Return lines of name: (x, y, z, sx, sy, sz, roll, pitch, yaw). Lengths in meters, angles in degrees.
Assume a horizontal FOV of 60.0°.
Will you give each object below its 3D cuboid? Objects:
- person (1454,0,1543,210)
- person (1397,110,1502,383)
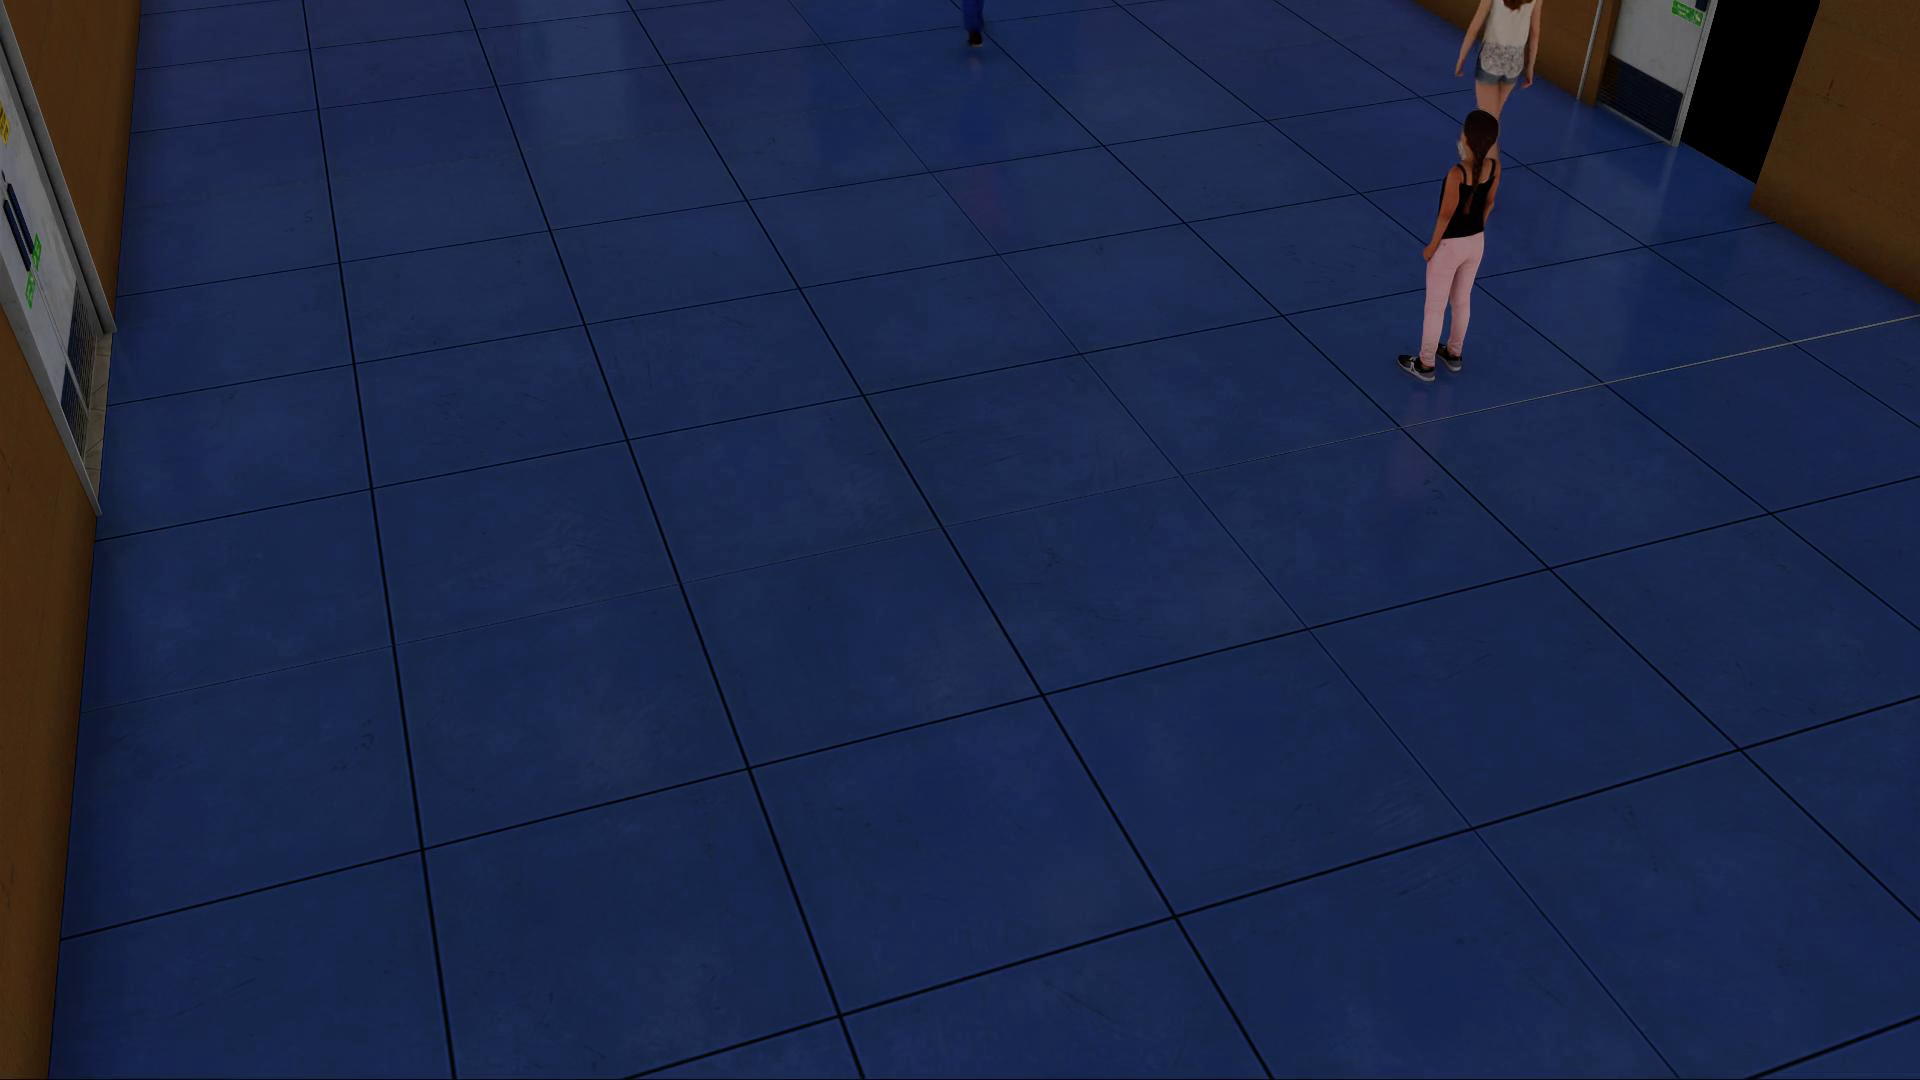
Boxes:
person: (3.529, -2.990, 10.809, 1.049, 1.728, 0.842, -3, 37, -4)
person: (2.724, -1.608, 9.103, 0.475, 1.566, 0.601, -16, 40, -20)
